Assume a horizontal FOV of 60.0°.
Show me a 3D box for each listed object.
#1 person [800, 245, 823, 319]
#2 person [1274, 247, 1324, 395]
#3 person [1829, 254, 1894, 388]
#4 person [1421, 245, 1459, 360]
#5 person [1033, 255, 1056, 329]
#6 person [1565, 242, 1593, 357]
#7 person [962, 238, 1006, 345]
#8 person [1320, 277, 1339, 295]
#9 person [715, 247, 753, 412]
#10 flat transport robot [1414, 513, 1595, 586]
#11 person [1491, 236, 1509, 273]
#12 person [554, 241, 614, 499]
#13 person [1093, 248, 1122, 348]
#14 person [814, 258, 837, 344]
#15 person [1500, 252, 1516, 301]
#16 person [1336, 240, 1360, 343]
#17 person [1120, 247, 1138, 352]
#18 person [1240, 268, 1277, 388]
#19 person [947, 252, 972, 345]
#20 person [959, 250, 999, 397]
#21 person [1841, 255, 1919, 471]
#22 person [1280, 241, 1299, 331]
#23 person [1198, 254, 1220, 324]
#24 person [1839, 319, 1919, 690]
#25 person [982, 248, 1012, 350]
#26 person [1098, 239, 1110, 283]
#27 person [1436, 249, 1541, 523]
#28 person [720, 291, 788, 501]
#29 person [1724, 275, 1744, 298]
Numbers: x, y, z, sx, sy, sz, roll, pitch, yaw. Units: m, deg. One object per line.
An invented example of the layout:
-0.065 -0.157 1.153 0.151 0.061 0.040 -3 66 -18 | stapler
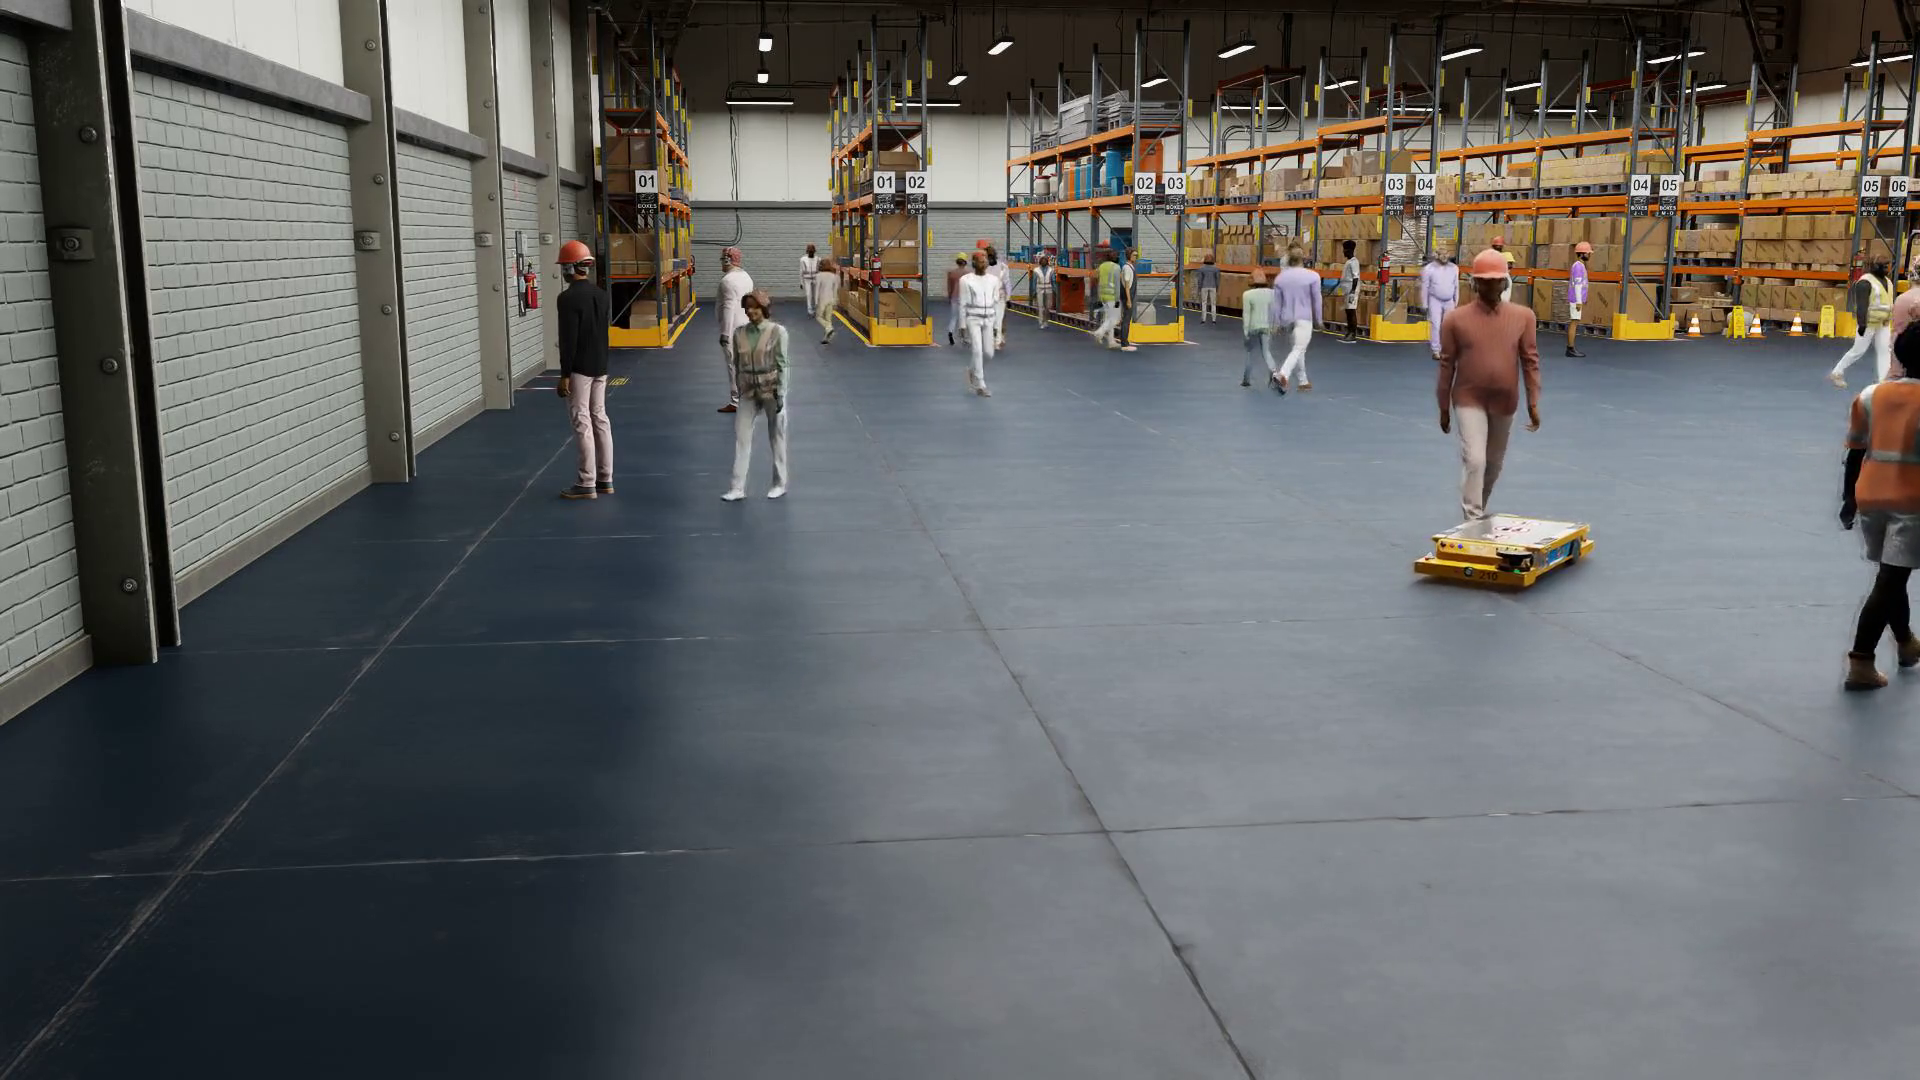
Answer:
-3.690 -6.441 41.472 0.587 1.841 0.963 -1 10 -8 | person
4.331 -2.838 21.558 0.636 1.902 0.961 9 14 42 | person
12.058 -2.886 22.074 0.634 1.808 0.900 -5 12 -27 | person
7.932 -3.916 27.475 0.664 1.888 0.464 -2 10 -10 | person
1.860 -5.479 36.775 0.520 1.628 0.559 -1 10 -4 | person
10.473 -4.062 28.139 0.364 1.939 0.542 3 11 18 | person
0.438 -4.617 31.025 0.916 1.986 0.660 0 10 -1 | person
9.139 -6.285 41.125 0.533 1.646 0.916 -1 10 -3 | person
-2.641 -2.436 19.315 0.403 1.906 0.651 3 11 15 | person
3.374 0.040 10.229 0.652 0.197 1.431 7 13 35 | flat transport robot
11.638 -5.568 36.144 0.606 2.035 0.405 -1 10 -6 | person
-2.949 -1.320 12.954 0.396 1.992 0.622 4 11 20 | person
2.696 -4.393 30.286 0.605 1.827 0.630 -6 12 -29 | person
-2.512 -4.481 31.294 0.525 1.620 0.412 -10 14 -43 | person
9.278 -4.018 28.376 0.315 1.767 0.535 5 11 25 | person
7.485 -4.765 31.927 0.373 1.963 0.607 0 10 3 | person
3.003 -4.272 29.552 0.328 1.842 0.514 1 10 7 | person
4.023 -2.834 22.319 0.503 1.610 0.746 -3 11 -16 | person
-0.016 -4.533 31.272 0.524 1.741 0.725 2 11 13 | person
0.225 -2.783 21.341 0.582 1.865 0.666 -5 12 -27 | person
7.918 -1.438 13.931 0.678 1.865 0.915 -3 11 -15 | person
7.145 -5.476 35.931 0.633 1.931 0.374 -8 13 -37 | person
5.769 -5.818 38.604 0.497 1.634 0.279 1 10 4 | person
4.331 -0.166 7.531 0.856 1.654 0.539 -5 11 -25 | person
0.602 -4.299 29.775 0.652 1.815 0.626 0 10 2 | person
4.002 -7.154 45.001 0.624 1.971 0.736 -1 10 -7 | person
3.438 -0.923 10.908 0.610 1.958 0.975 0 10 2 | person
-1.553 -1.081 12.693 0.525 1.605 0.774 4 11 21 | person
20.914 -7.105 44.887 0.588 1.918 0.405 -2 10 -9 | person
